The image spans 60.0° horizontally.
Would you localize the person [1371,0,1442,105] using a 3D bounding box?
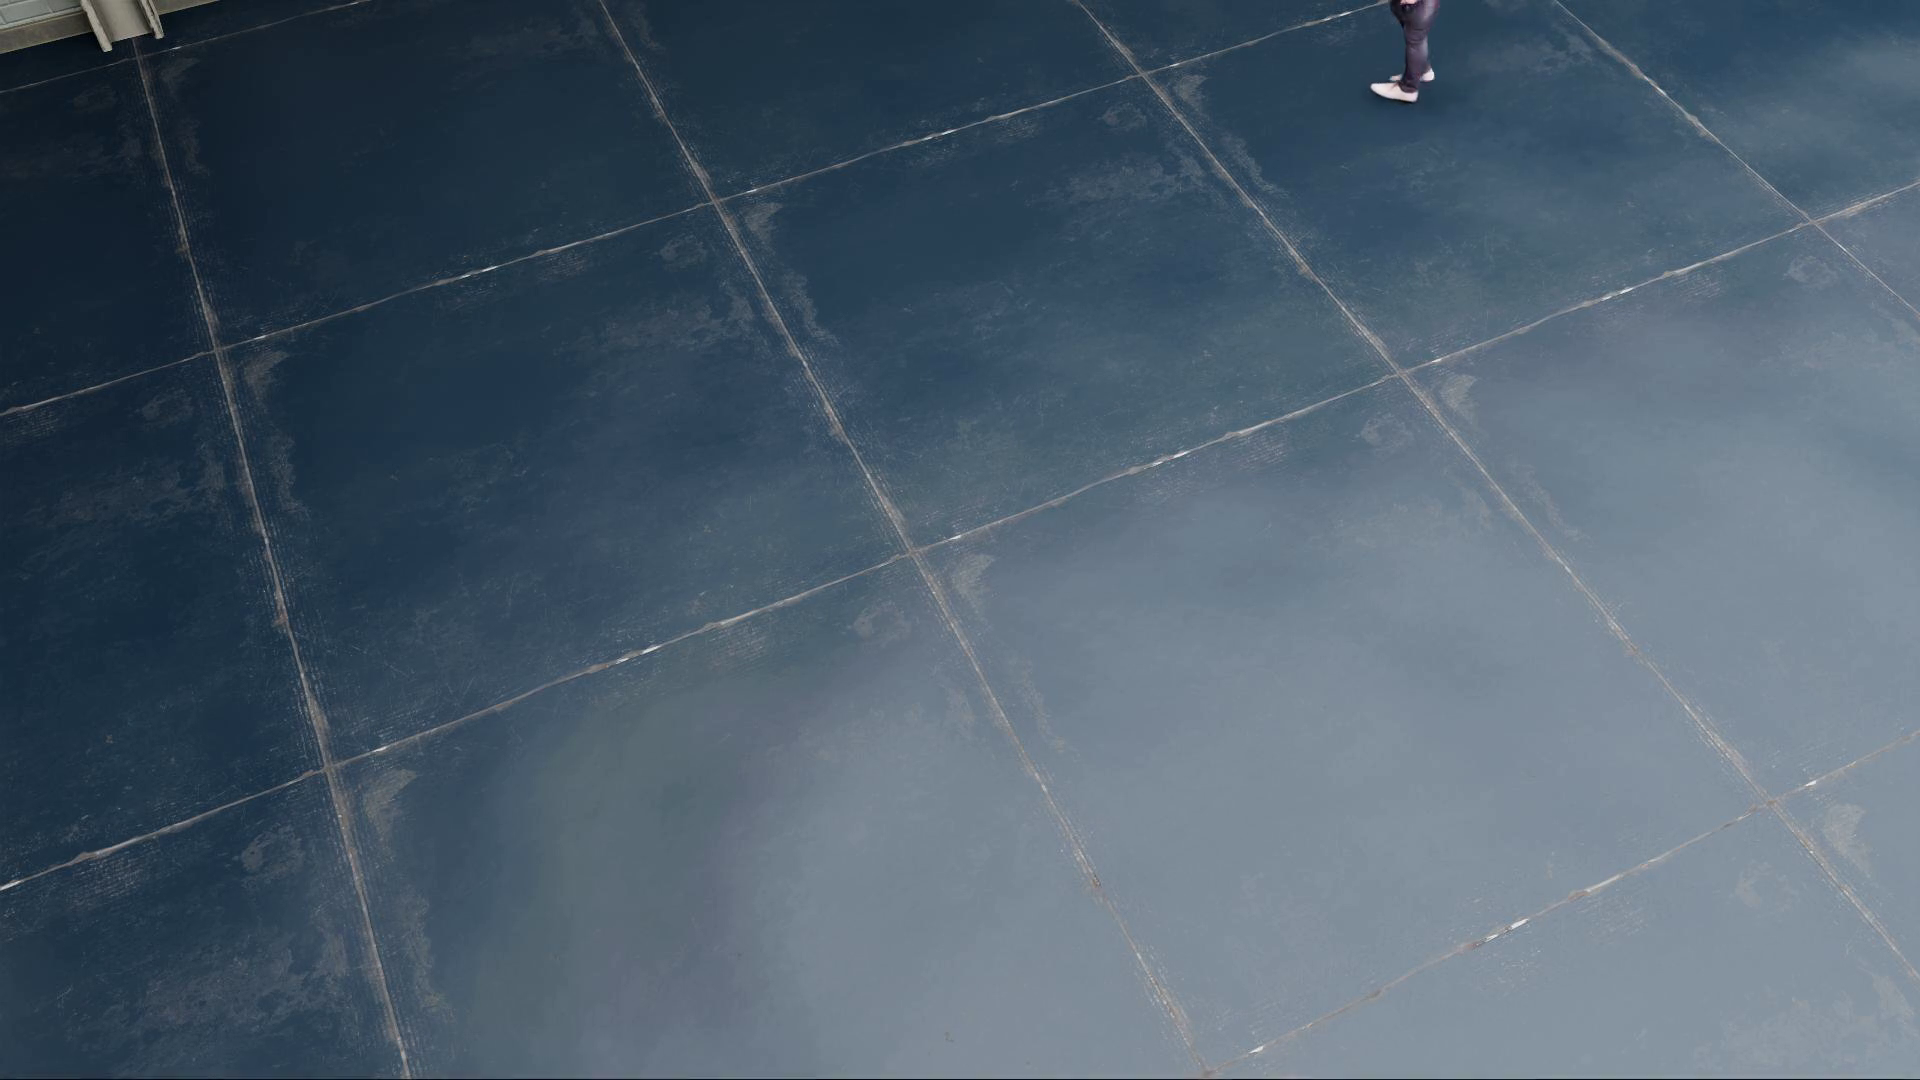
[{"bbox_3d":[2.935,-3.417,10.114,0.881,1.816,0.816,18,54,13],"label":"person"}]
